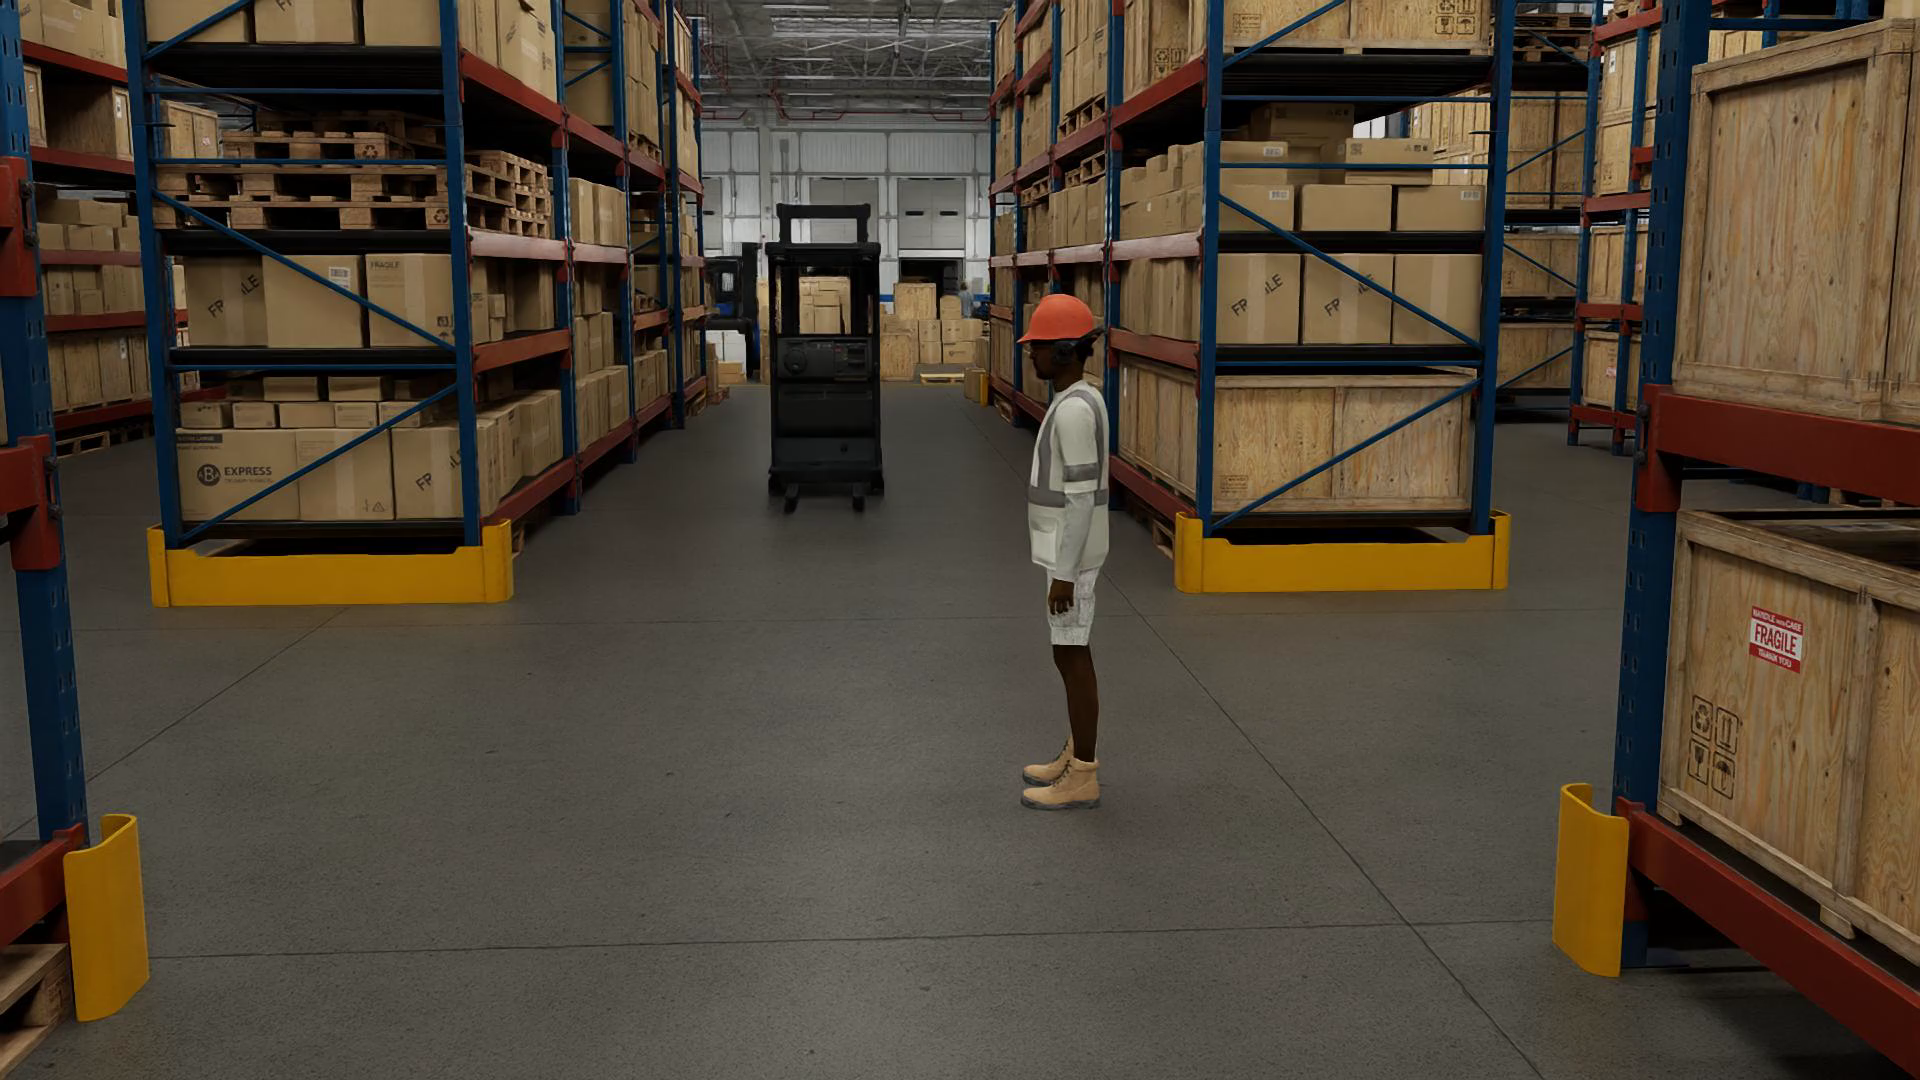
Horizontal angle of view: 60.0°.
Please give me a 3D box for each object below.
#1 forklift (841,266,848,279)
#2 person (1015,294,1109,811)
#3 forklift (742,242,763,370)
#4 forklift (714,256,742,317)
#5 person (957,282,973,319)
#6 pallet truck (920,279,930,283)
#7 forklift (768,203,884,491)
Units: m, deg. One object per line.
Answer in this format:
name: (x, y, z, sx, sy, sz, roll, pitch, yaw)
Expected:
forklift: (-3.663, -8.478, 57.565, 1.129, 2.768, 1.873, -5, 10, -30)
person: (0.402, 0.053, 6.619, 0.380, 2.041, 0.616, 1, 9, 5)
forklift: (-4.554, -5.113, 36.432, 1.873, 2.768, 1.129, -1, 9, -5)
forklift: (-8.543, -9.115, 61.562, 1.129, 2.768, 1.873, -1, 9, -4)
person: (0.113, -6.601, 48.772, 0.625, 1.924, 0.456, -7, 11, -35)
pallet truck: (-0.932, -8.922, 63.114, 1.885, 1.965, 0.823, 2, 9, 13)
forklift: (-1.359, -1.984, 16.785, 1.129, 2.768, 1.873, -1, 9, -4)
